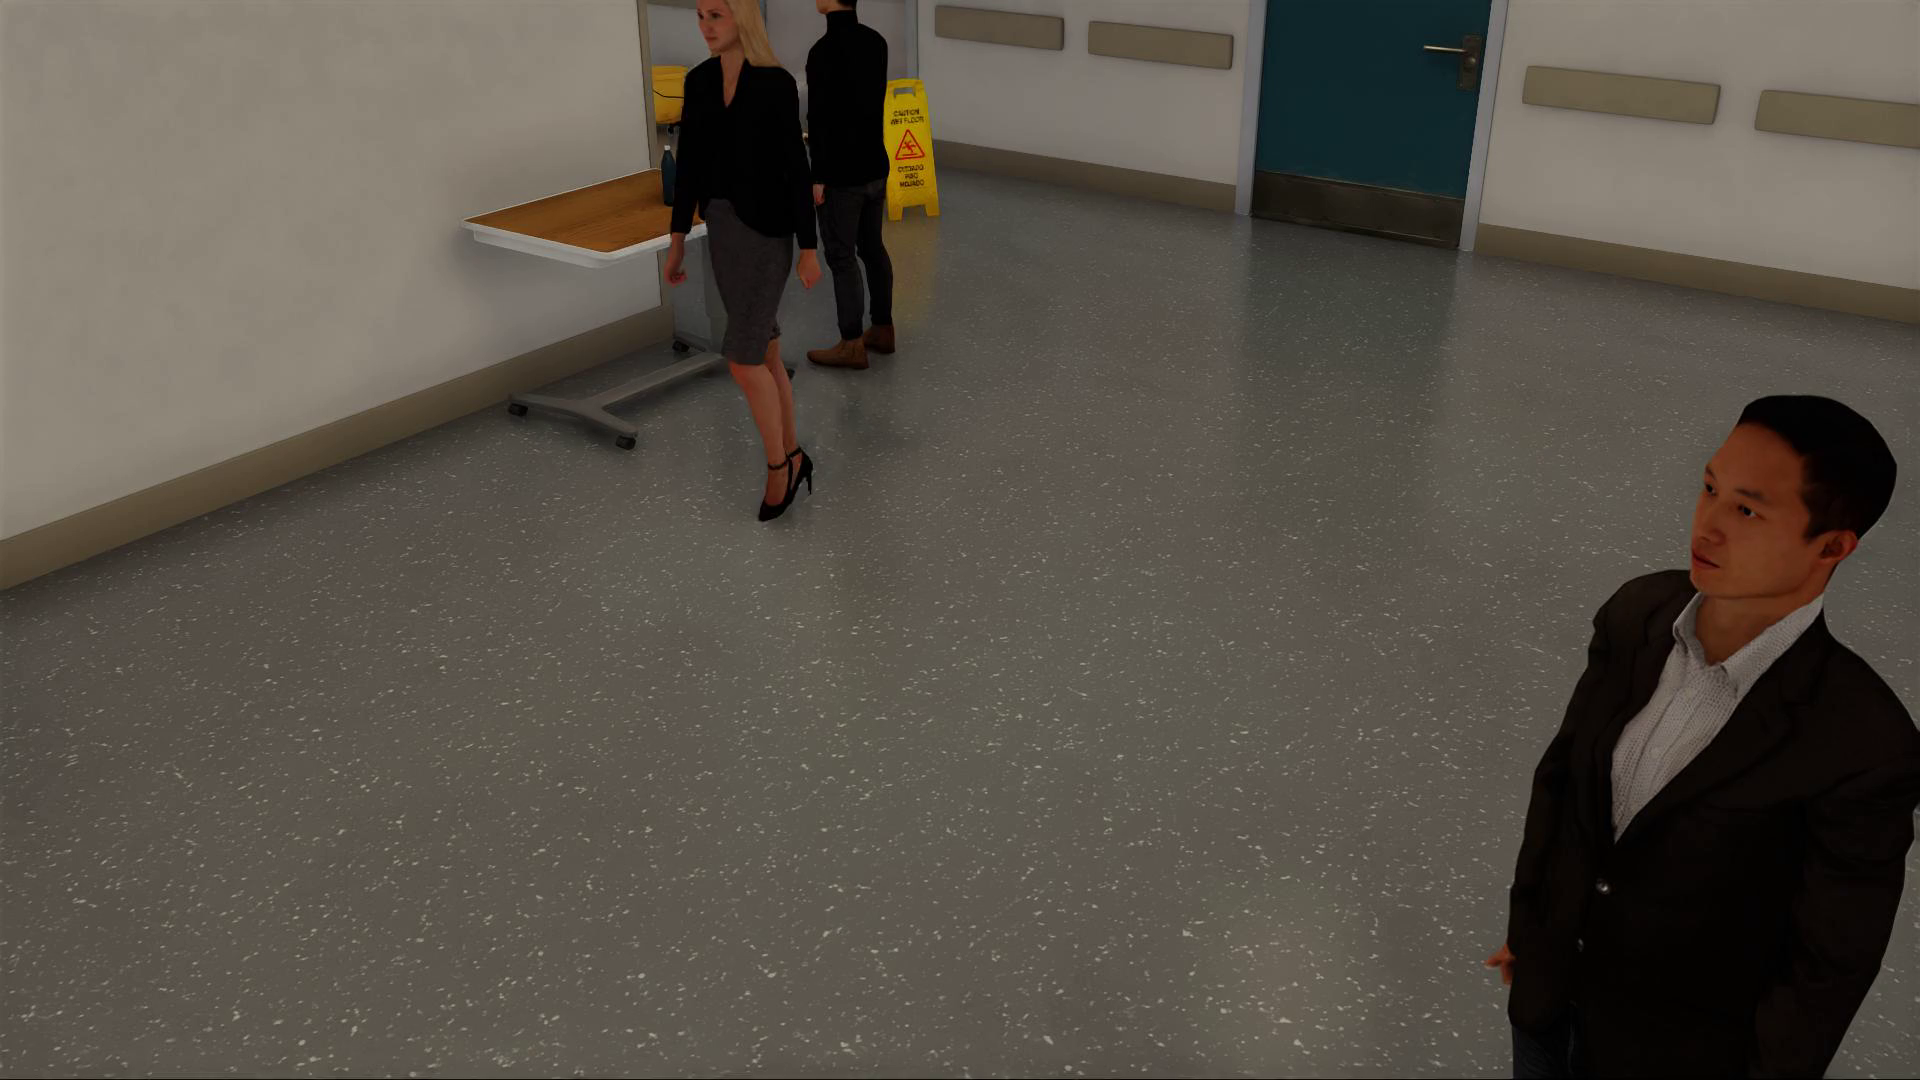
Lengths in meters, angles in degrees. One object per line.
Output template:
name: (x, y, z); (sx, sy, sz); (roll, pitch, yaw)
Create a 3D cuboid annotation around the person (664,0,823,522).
person: (-0.635, -0.958, 5.608); (0.608, 1.824, 0.664); (15, 30, 29)

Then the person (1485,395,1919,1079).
person: (0.966, 0.645, 2.305); (0.811, 1.805, 0.687); (-10, 28, -20)

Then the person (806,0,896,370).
person: (-0.460, -1.594, 7.046); (0.531, 1.720, 0.648); (14, 29, 27)
